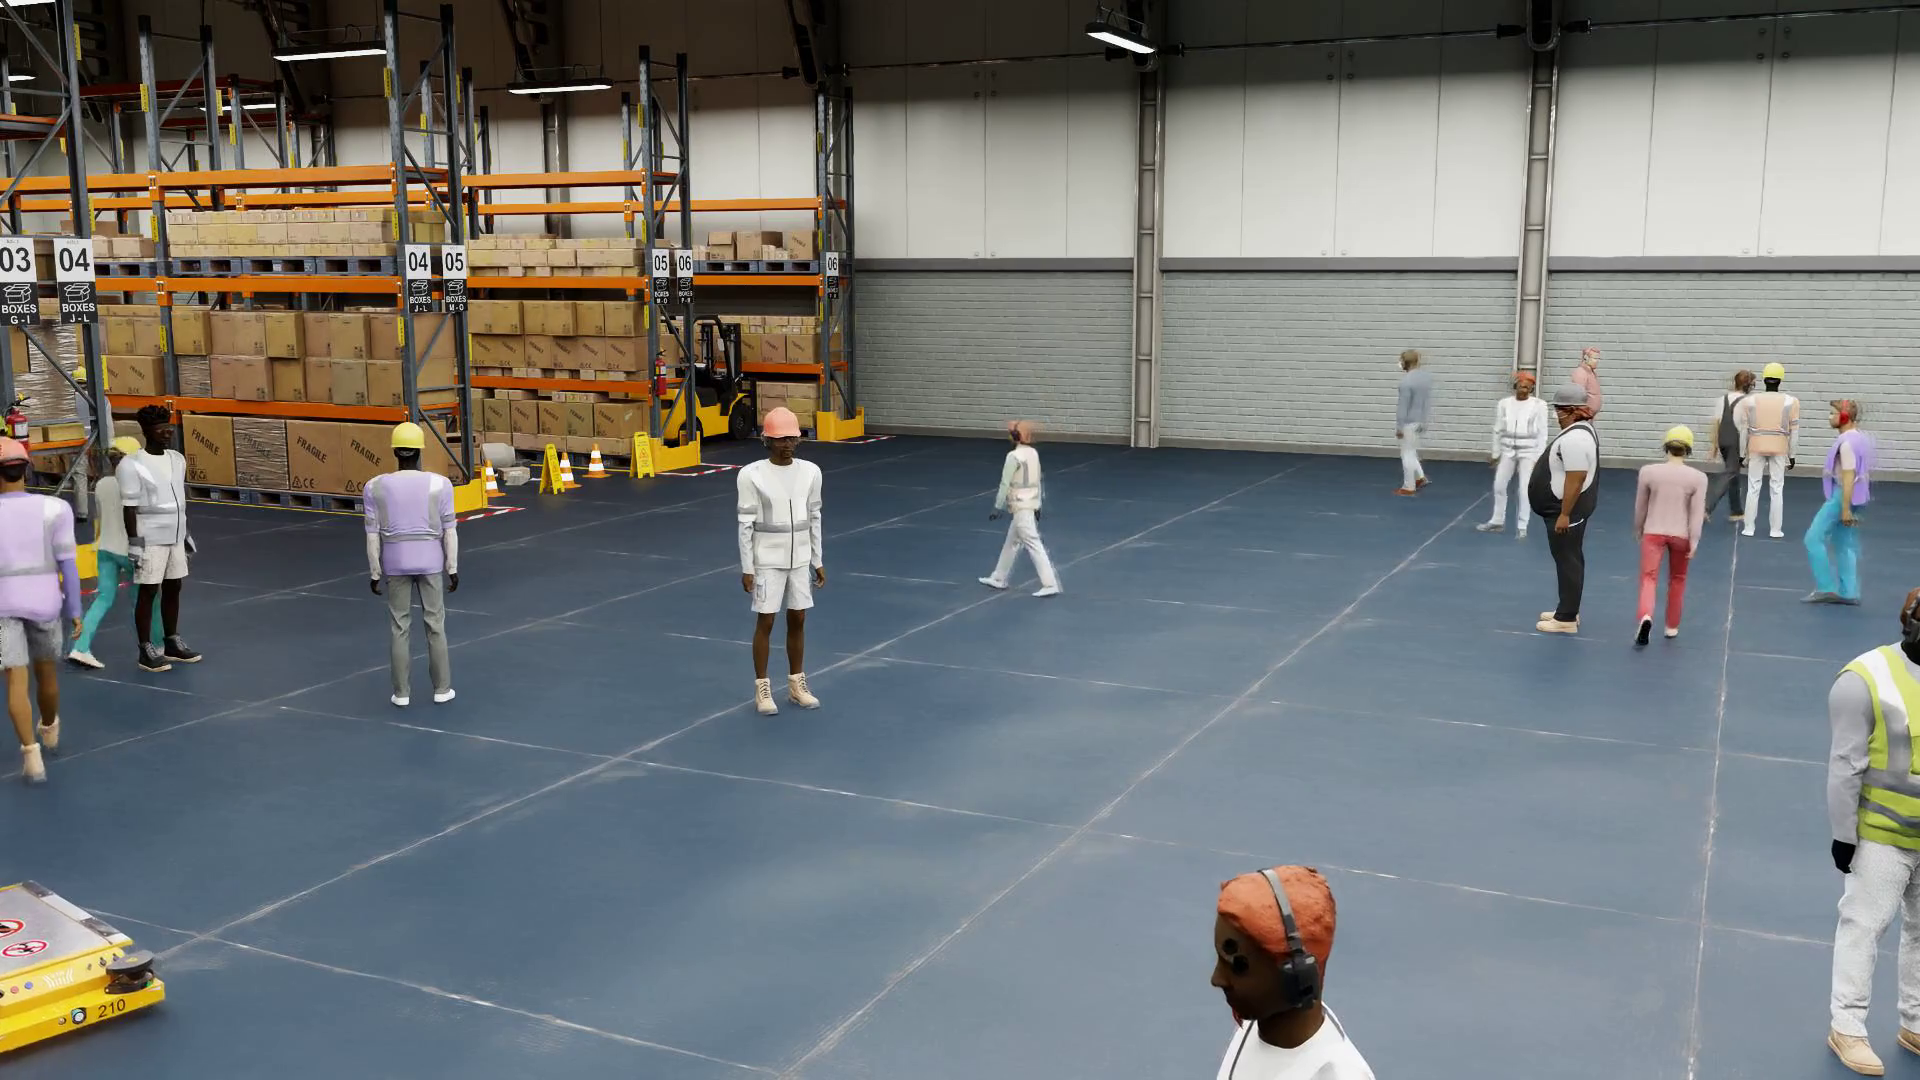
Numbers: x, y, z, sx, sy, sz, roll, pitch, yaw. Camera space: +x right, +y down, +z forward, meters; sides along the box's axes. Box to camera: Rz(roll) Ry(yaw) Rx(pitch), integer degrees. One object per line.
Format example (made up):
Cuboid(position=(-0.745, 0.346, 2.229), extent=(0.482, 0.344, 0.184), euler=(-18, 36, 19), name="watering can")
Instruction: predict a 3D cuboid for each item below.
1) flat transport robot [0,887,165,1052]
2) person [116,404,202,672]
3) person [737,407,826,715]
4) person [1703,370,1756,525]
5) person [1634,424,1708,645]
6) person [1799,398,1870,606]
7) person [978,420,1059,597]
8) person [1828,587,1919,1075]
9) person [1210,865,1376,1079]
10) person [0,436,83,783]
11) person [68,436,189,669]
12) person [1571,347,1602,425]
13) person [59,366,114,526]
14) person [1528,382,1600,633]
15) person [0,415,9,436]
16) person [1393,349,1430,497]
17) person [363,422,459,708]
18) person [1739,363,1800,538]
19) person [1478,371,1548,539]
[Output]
Cuboid(position=(-3.921, 1.711, 6.833), extent=(1.431, 0.197, 0.652), euler=(8, 12, 40), name="flat transport robot")
Cuboid(position=(-5.909, -0.025, 12.292), extent=(0.362, 1.963, 0.613), euler=(3, 10, 17), name="person")
Cuboid(position=(-1.172, 0.137, 11.065), extent=(0.612, 2.043, 0.374), euler=(-6, 11, -32), name="person")
Cuboid(position=(8.866, -1.058, 19.152), extent=(0.907, 1.809, 0.523), euler=(-4, 10, -22), name="person")
Cuboid(position=(5.563, -0.040, 13.078), extent=(0.521, 1.737, 0.785), euler=(4, 10, 25), name="person")
Cuboid(position=(7.655, -0.330, 14.594), extent=(0.580, 1.826, 0.576), euler=(7, 12, 37), name="person")
Cuboid(position=(0.550, -0.286, 15.043), extent=(0.878, 1.591, 0.527), euler=(4, 10, 25), name="person")
Cuboid(position=(3.486, 1.057, 6.083), extent=(0.629, 1.836, 0.430), euler=(-1, 9, -4), name="person")
Cuboid(position=(0.592, 1.509, 3.130), extent=(0.355, 1.887, 0.574), euler=(-1, 9, -6), name="person")
Cuboid(position=(-5.525, 0.382, 9.780), extent=(0.616, 1.981, 1.071), euler=(-6, 11, -32), name="person")
Cuboid(position=(-6.267, 0.091, 12.375), extent=(0.552, 1.709, 0.880), euler=(5, 10, 27), name="person")
Cuboid(position=(8.454, -1.651, 22.471), extent=(0.400, 1.902, 0.643), euler=(5, 11, 30), name="person")
Cuboid(position=(-10.085, -1.083, 19.191), extent=(0.600, 1.830, 0.403), euler=(-7, 12, -38), name="person")
Cuboid(position=(4.916, -0.274, 13.591), extent=(0.536, 2.000, 0.688), euler=(4, 10, 25), name="person")
Cuboid(position=(-8.370, -0.265, 14.543), extent=(0.920, 1.716, 0.533), euler=(0, 9, -2), name="person")
Cuboid(position=(5.800, -1.510, 21.522), extent=(0.432, 1.924, 0.660), euler=(8, 12, 40), name="person")
Cuboid(position=(-3.685, 0.170, 11.215), extent=(0.592, 1.926, 0.366), euler=(-3, 10, -17), name="person")
Cuboid(position=(8.861, -0.978, 18.253), extent=(0.588, 1.927, 0.366), euler=(4, 10, 26), name="person")
Cuboid(position=(6.129, -0.944, 18.315), extent=(0.731, 1.851, 0.450), euler=(9, 13, 42), name="person")
